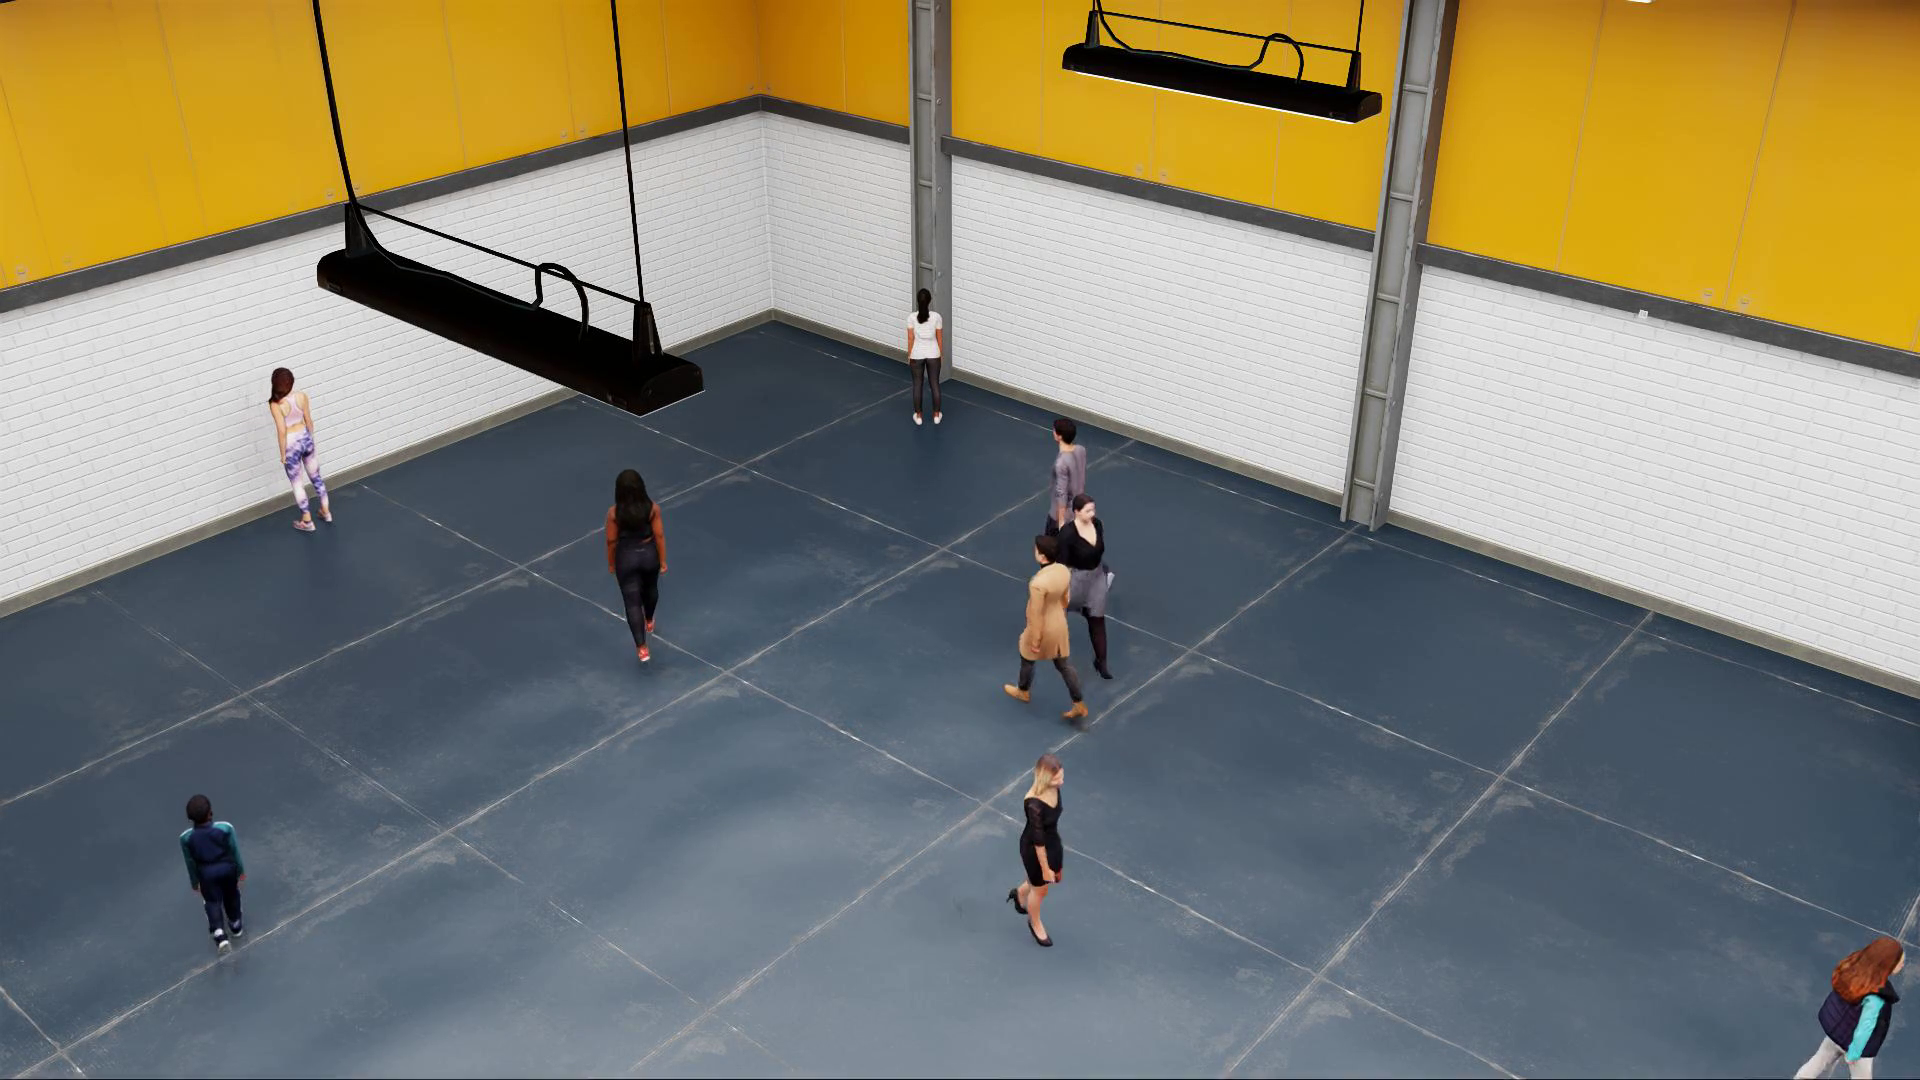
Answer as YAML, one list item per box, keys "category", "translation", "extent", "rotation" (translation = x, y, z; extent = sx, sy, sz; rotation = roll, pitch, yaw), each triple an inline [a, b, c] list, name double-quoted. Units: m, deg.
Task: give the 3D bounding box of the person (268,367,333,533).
- category: "person"
  translation: [-6.782, -0.944, 17.031]
  extent: [0.551, 1.768, 0.615]
  rotation: [17, 33, 29]

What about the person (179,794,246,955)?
- category: "person"
  translation: [-5.178, 2.329, 11.575]
  extent: [0.694, 1.246, 0.834]
  rotation: [-12, 31, -20]

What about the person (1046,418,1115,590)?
- category: "person"
  translation: [1.088, -0.258, 15.711]
  extent: [1.073, 1.826, 0.758]
  rotation: [17, 33, 29]

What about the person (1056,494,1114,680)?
- category: "person"
  translation: [0.979, 0.363, 14.699]
  extent: [0.855, 1.706, 1.187]
  rotation: [-19, 34, -30]

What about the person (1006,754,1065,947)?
- category: "person"
  translation: [0.486, 2.123, 11.519]
  extent: [0.746, 1.661, 0.632]
  rotation: [14, 31, 23]

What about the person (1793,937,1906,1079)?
- category: "person"
  translation: [5.352, 2.992, 10.131]
  extent: [1.029, 1.464, 0.867]
  rotation: [4, 29, 8]

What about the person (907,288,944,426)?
- category: "person"
  translation: [-0.403, -2.139, 19.349]
  extent: [0.637, 1.646, 0.701]
  rotation: [-2, 29, -4]

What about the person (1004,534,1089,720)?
- category: "person"
  translation: [0.804, 0.762, 13.975]
  extent: [1.125, 1.699, 0.685]
  rotation: [24, 37, 37]

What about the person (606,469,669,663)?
- category: "person"
  translation: [-2.873, 0.247, 14.836]
  extent: [1.104, 1.778, 1.283]
  rotation: [-8, 30, -14]
